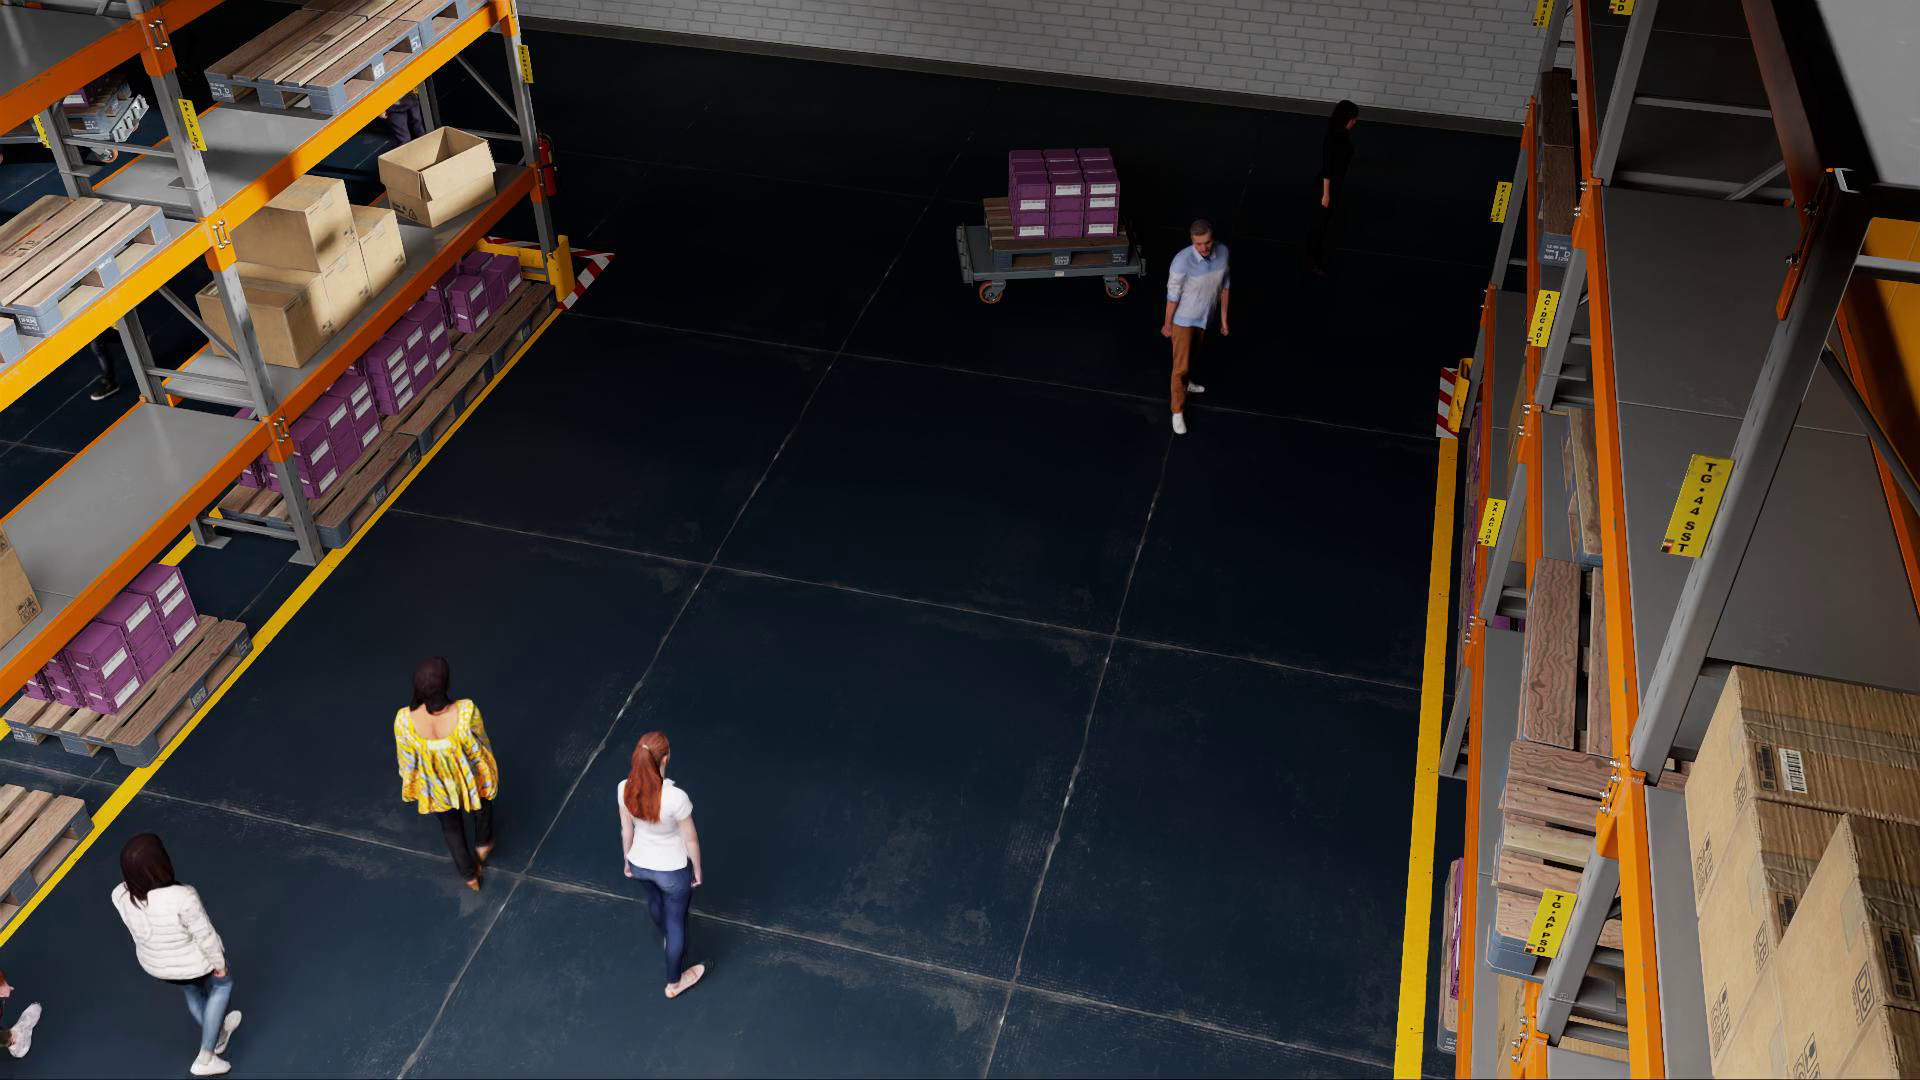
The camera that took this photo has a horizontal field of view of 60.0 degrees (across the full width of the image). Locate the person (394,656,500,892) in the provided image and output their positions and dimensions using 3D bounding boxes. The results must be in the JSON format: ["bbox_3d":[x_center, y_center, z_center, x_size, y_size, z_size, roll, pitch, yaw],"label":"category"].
[{"bbox_3d":[-2.840,1.394,9.319,0.847,1.634,0.888,-9,39,-11],"label":"person"}]

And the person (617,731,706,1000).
[{"bbox_3d":[-1.611,1.760,8.795,0.581,1.716,0.756,13,41,16],"label":"person"}]

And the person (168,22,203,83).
[{"bbox_3d":[-8.852,-5.885,18.507,0.684,1.541,0.600,26,46,29],"label":"person"}]

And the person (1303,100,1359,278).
[{"bbox_3d":[3.340,-3.214,15.084,0.677,1.640,0.508,18,42,21],"label":"person"}]

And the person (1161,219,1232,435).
[{"bbox_3d":[1.830,-1.808,13.212,1.067,1.779,1.123,-30,47,-32],"label":"person"}]

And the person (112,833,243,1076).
[{"bbox_3d":[-3.963,2.142,8.387,0.696,1.628,0.810,3,39,4],"label":"person"}]
